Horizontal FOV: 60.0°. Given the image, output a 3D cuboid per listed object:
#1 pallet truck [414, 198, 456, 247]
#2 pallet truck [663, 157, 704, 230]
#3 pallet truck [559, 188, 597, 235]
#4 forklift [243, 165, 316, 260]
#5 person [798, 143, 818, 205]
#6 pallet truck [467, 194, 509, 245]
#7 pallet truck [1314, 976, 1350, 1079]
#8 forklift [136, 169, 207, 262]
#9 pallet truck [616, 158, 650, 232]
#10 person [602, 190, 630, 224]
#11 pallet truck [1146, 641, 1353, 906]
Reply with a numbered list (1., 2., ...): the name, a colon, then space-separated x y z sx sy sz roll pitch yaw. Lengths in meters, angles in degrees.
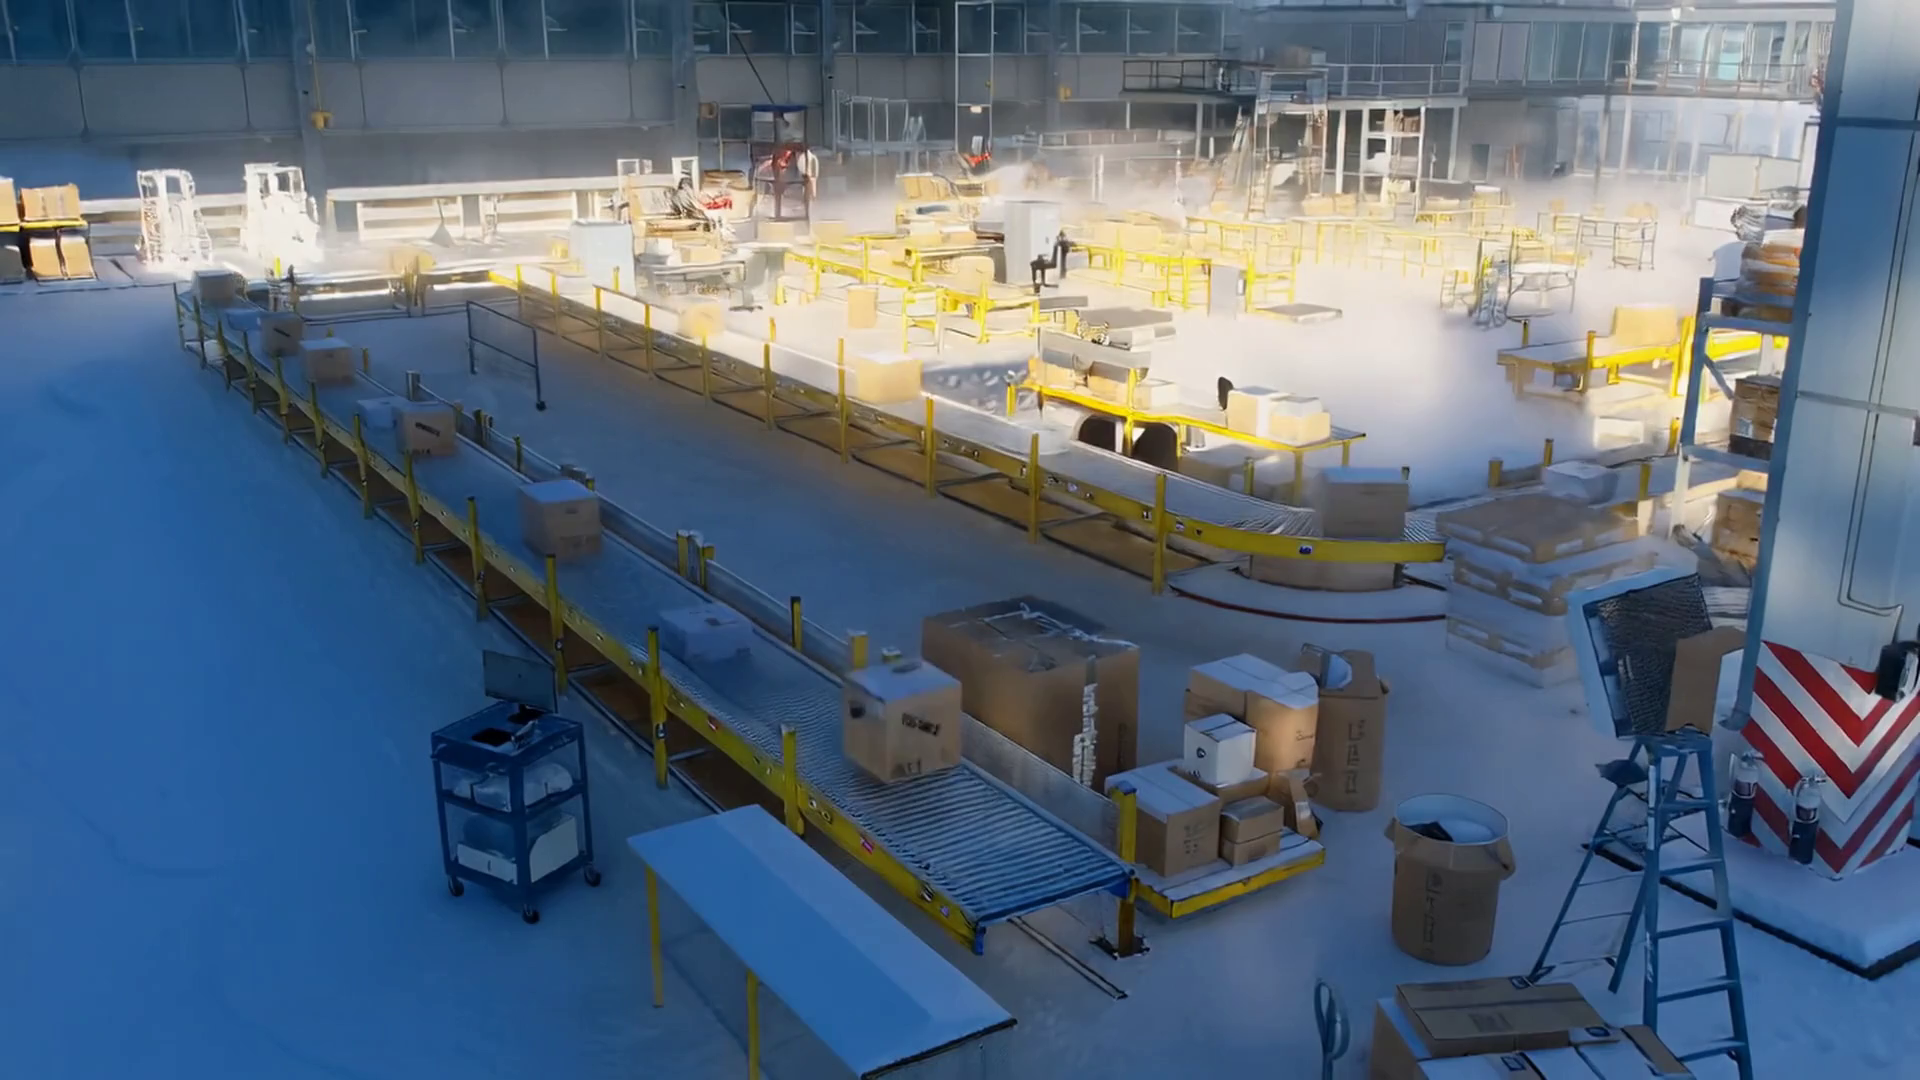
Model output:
1. pallet truck: -13.250 -8.060 41.856 0.680 1.201 1.601 -10 20 -31
2. pallet truck: -7.586 -9.308 44.692 0.823 1.965 1.885 -11 20 -33
3. pallet truck: -10.010 -8.652 43.699 0.653 1.274 1.630 -10 20 -31
4. forklift: -15.898 -7.669 38.708 1.157 1.987 2.680 -11 20 -33
5. person: -4.726 -11.390 51.783 0.641 1.905 0.410 -2 17 -6
6. pallet truck: -11.983 -8.177 42.137 0.704 1.261 1.522 -11 20 -33
7. pallet truck: 2.299 2.390 7.086 1.601 1.201 0.680 -2 17 -7
8. forklift: -17.842 -7.318 37.559 1.157 1.987 2.680 -10 20 -31
9. pallet truck: -8.918 -9.176 44.255 0.823 1.965 1.885 -9 19 -27
10. person: -6.983 -6.120 34.008 0.613 2.041 0.393 -13 21 -36
11. pallet truck: 1.664 1.407 10.232 1.630 1.274 0.653 -10 20 -31
